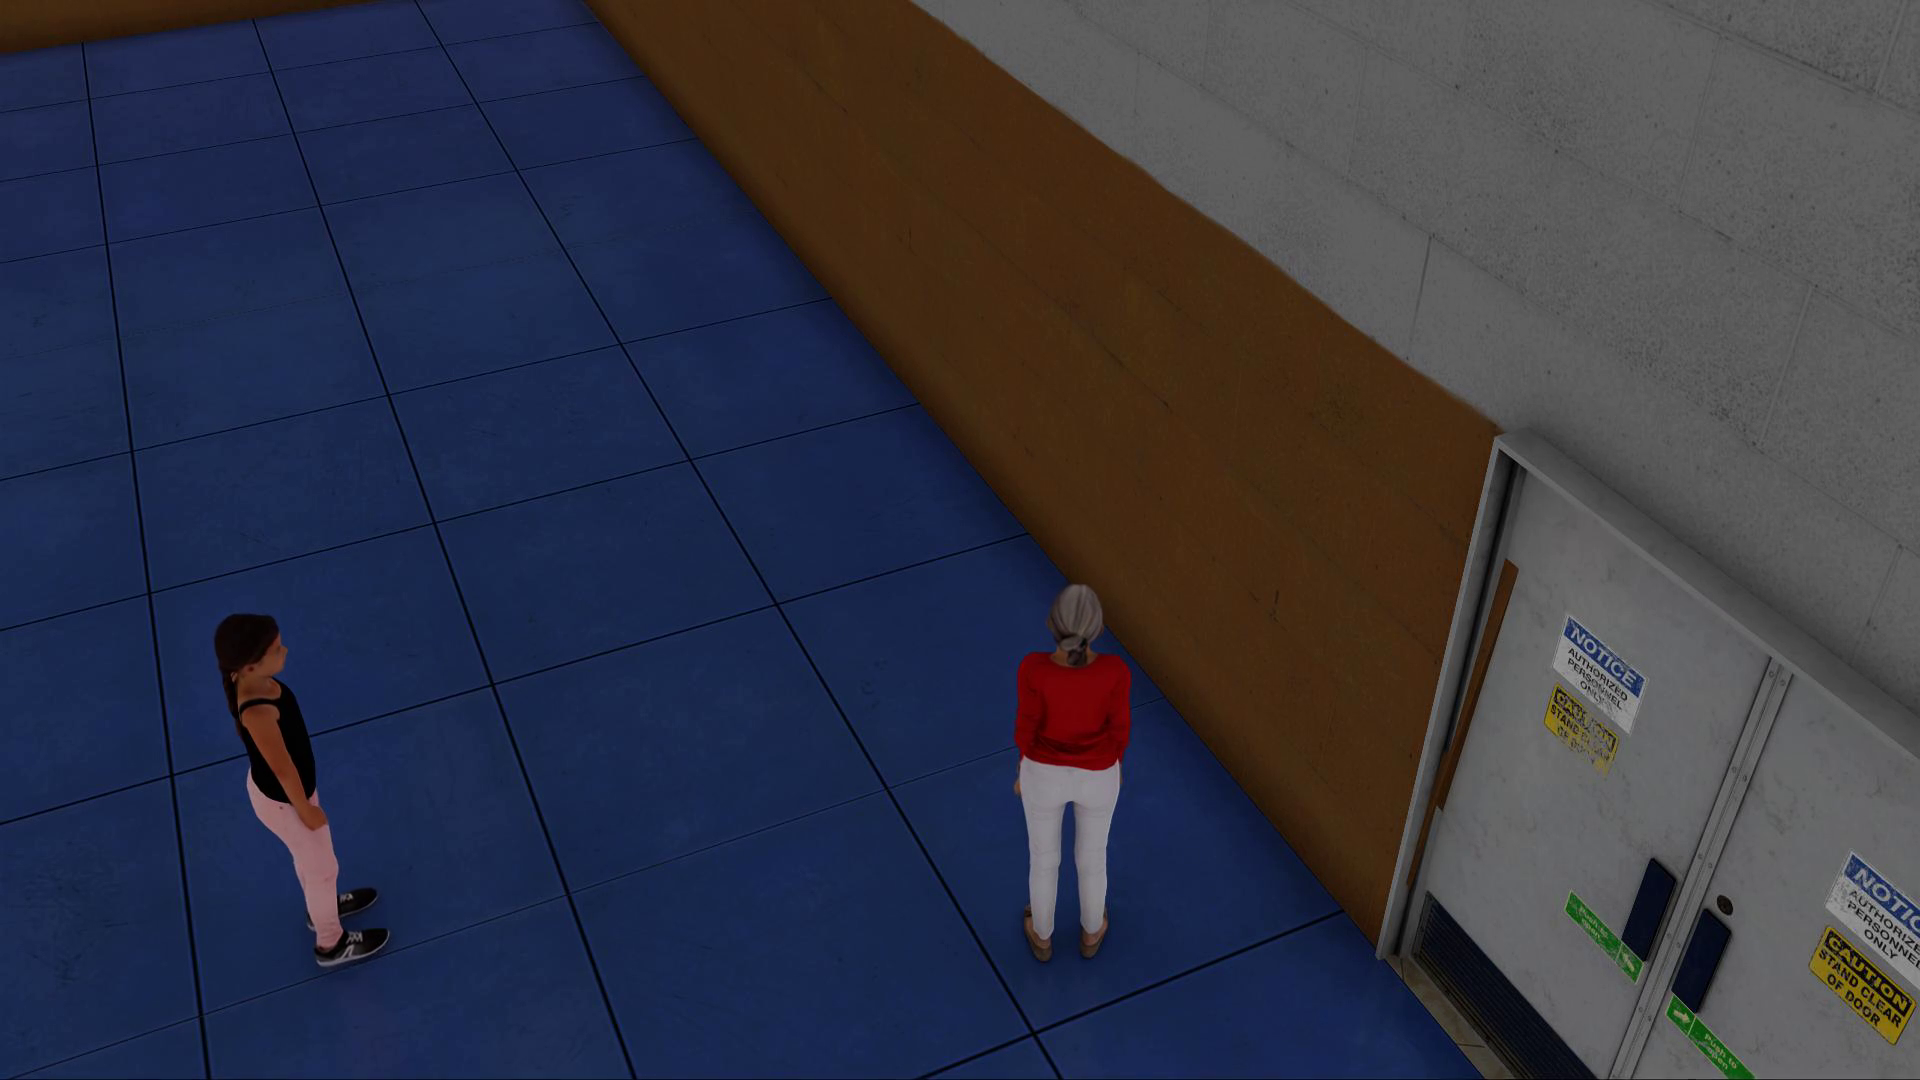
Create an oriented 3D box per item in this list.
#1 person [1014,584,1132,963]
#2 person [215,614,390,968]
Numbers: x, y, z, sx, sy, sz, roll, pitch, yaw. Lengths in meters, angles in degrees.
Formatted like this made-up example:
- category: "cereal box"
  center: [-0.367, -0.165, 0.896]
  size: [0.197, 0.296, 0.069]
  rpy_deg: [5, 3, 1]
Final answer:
- category: "person"
  center: [0.379, 0.821, 5.717]
  size: [0.603, 1.693, 0.694]
  rpy_deg: [0, 37, 0]
- category: "person"
  center: [-2.328, 0.872, 5.758]
  size: [0.539, 1.562, 0.537]
  rpy_deg: [-19, 41, -24]
